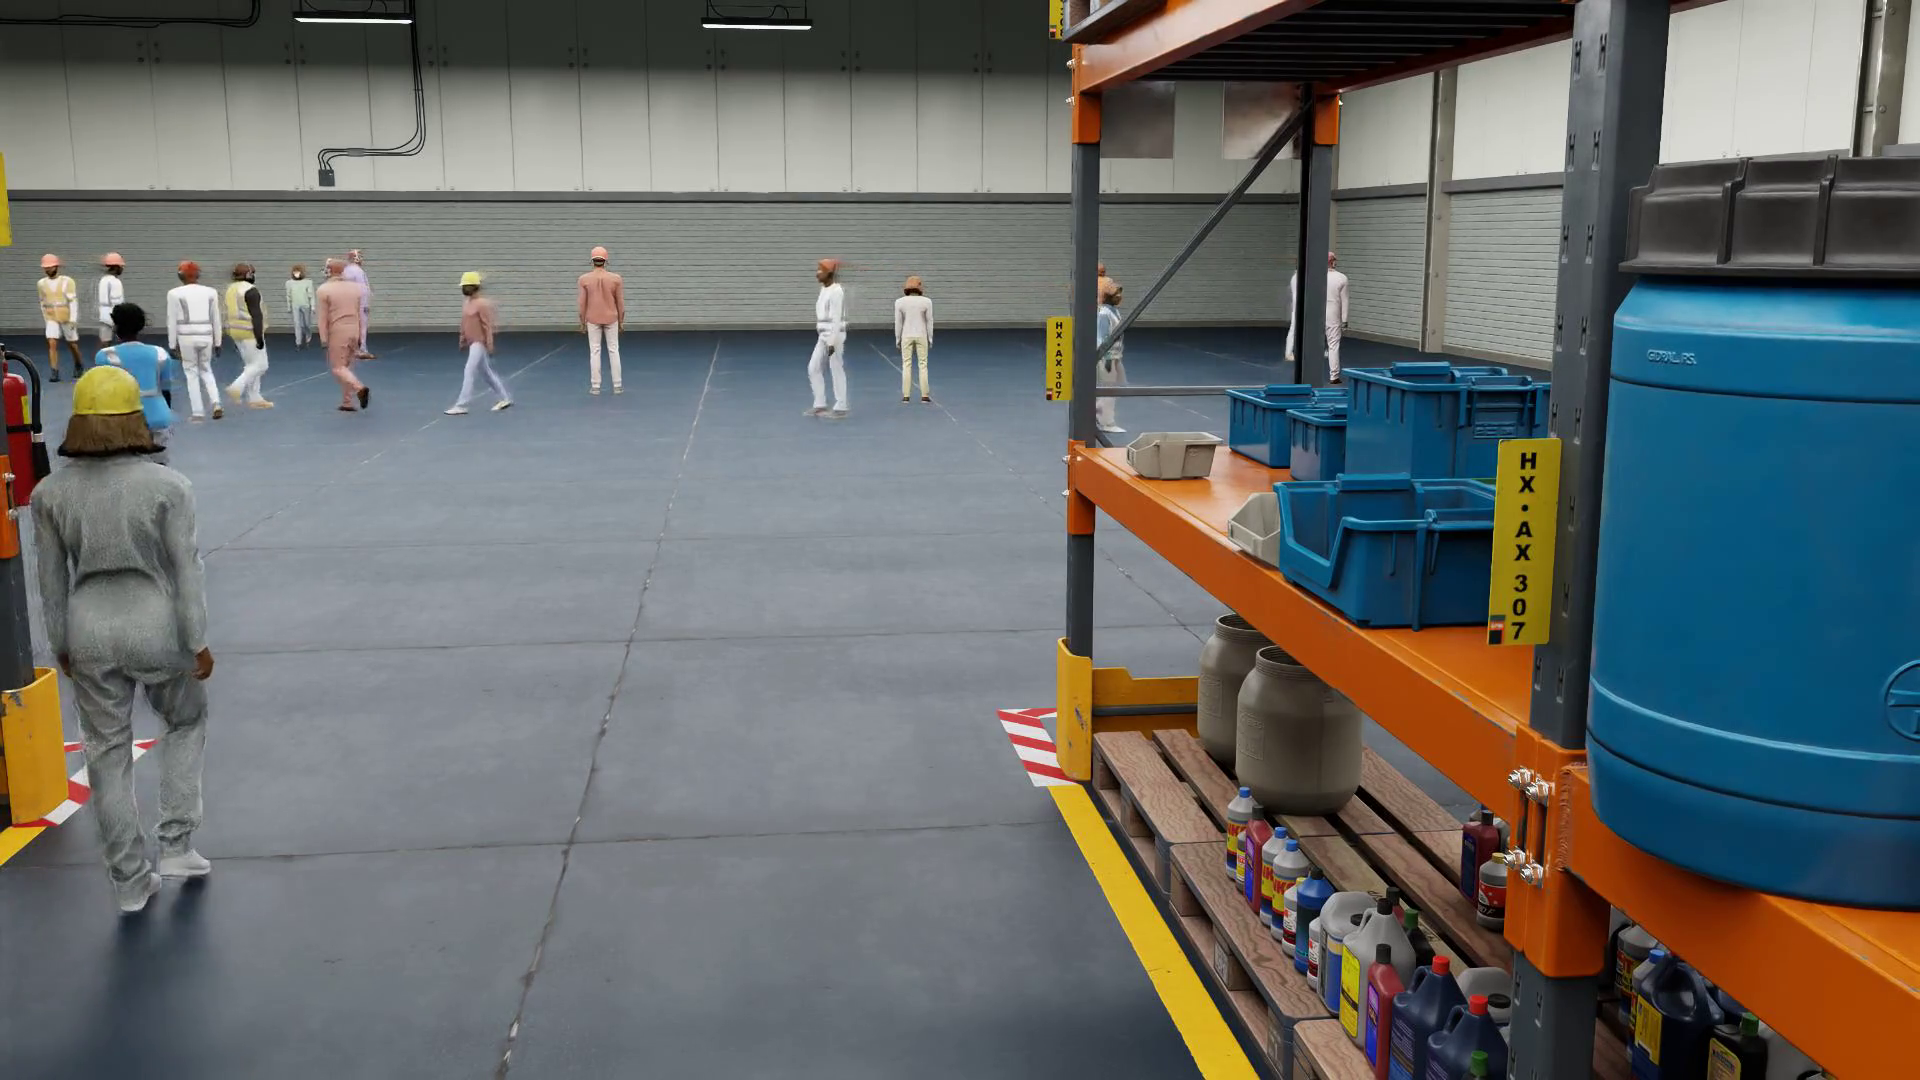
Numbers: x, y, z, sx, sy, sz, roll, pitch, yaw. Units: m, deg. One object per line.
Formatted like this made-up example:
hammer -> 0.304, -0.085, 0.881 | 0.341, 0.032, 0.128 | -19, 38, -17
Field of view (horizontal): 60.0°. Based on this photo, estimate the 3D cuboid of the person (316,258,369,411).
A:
person -> -7.448, -2.468, 20.165 | 0.694, 1.889, 0.641 | 6, 12, 28

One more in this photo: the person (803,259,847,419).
person -> -1.615, -2.333, 19.427 | 0.645, 1.865, 0.605 | -5, 11, -24

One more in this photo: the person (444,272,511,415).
person -> -5.877, -2.393, 20.200 | 0.941, 1.715, 0.531 | -9, 14, -40

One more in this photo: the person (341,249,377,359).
person -> -10.566, -4.138, 29.228 | 0.643, 1.909, 0.410 | 9, 14, 42

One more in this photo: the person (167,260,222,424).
person -> -8.744, -2.251, 18.990 | 0.404, 1.873, 0.578 | 9, 13, 40

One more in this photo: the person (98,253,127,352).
person -> -12.232, -3.218, 24.233 | 0.546, 1.879, 1.000 | 7, 12, 34

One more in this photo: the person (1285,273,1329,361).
person -> 5.953, -3.928, 28.382 | 0.635, 1.785, 1.007 | -8, 13, -37

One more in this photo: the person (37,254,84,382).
person -> -13.414, -3.320, 24.808 | 0.543, 1.896, 0.989 | -2, 11, -12

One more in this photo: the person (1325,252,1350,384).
person -> 5.339, -3.226, 24.224 | 0.655, 1.906, 0.407 | 4, 11, 21

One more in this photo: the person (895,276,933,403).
person -> -0.590, -2.579, 21.429 | 0.498, 1.633, 0.279 | 0, 10, 2

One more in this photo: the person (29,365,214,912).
person -> -2.650, 0.307, 5.325 | 0.513, 1.723, 0.484 | -2, 10, -9

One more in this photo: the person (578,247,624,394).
person -> -4.875, -2.981, 22.636 | 0.611, 1.996, 0.387 | -3, 11, -15

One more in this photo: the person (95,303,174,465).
person -> -5.720, -0.800, 11.536 | 0.557, 1.671, 0.547 | 9, 14, 40

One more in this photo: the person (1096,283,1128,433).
person -> 1.636, -1.974, 18.109 | 0.373, 1.626, 0.544 | 4, 11, 19

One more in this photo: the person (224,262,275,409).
person -> -8.824, -2.504, 20.506 | 0.650, 1.822, 0.552 | 9, 14, 41

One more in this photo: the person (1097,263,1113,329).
person -> 2.615, -4.331, 31.014 | 0.512, 1.641, 0.307 | -1, 10, -8

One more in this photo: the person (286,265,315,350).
person -> -12.599, -4.457, 31.811 | 0.508, 1.599, 0.803 | -3, 11, -14
